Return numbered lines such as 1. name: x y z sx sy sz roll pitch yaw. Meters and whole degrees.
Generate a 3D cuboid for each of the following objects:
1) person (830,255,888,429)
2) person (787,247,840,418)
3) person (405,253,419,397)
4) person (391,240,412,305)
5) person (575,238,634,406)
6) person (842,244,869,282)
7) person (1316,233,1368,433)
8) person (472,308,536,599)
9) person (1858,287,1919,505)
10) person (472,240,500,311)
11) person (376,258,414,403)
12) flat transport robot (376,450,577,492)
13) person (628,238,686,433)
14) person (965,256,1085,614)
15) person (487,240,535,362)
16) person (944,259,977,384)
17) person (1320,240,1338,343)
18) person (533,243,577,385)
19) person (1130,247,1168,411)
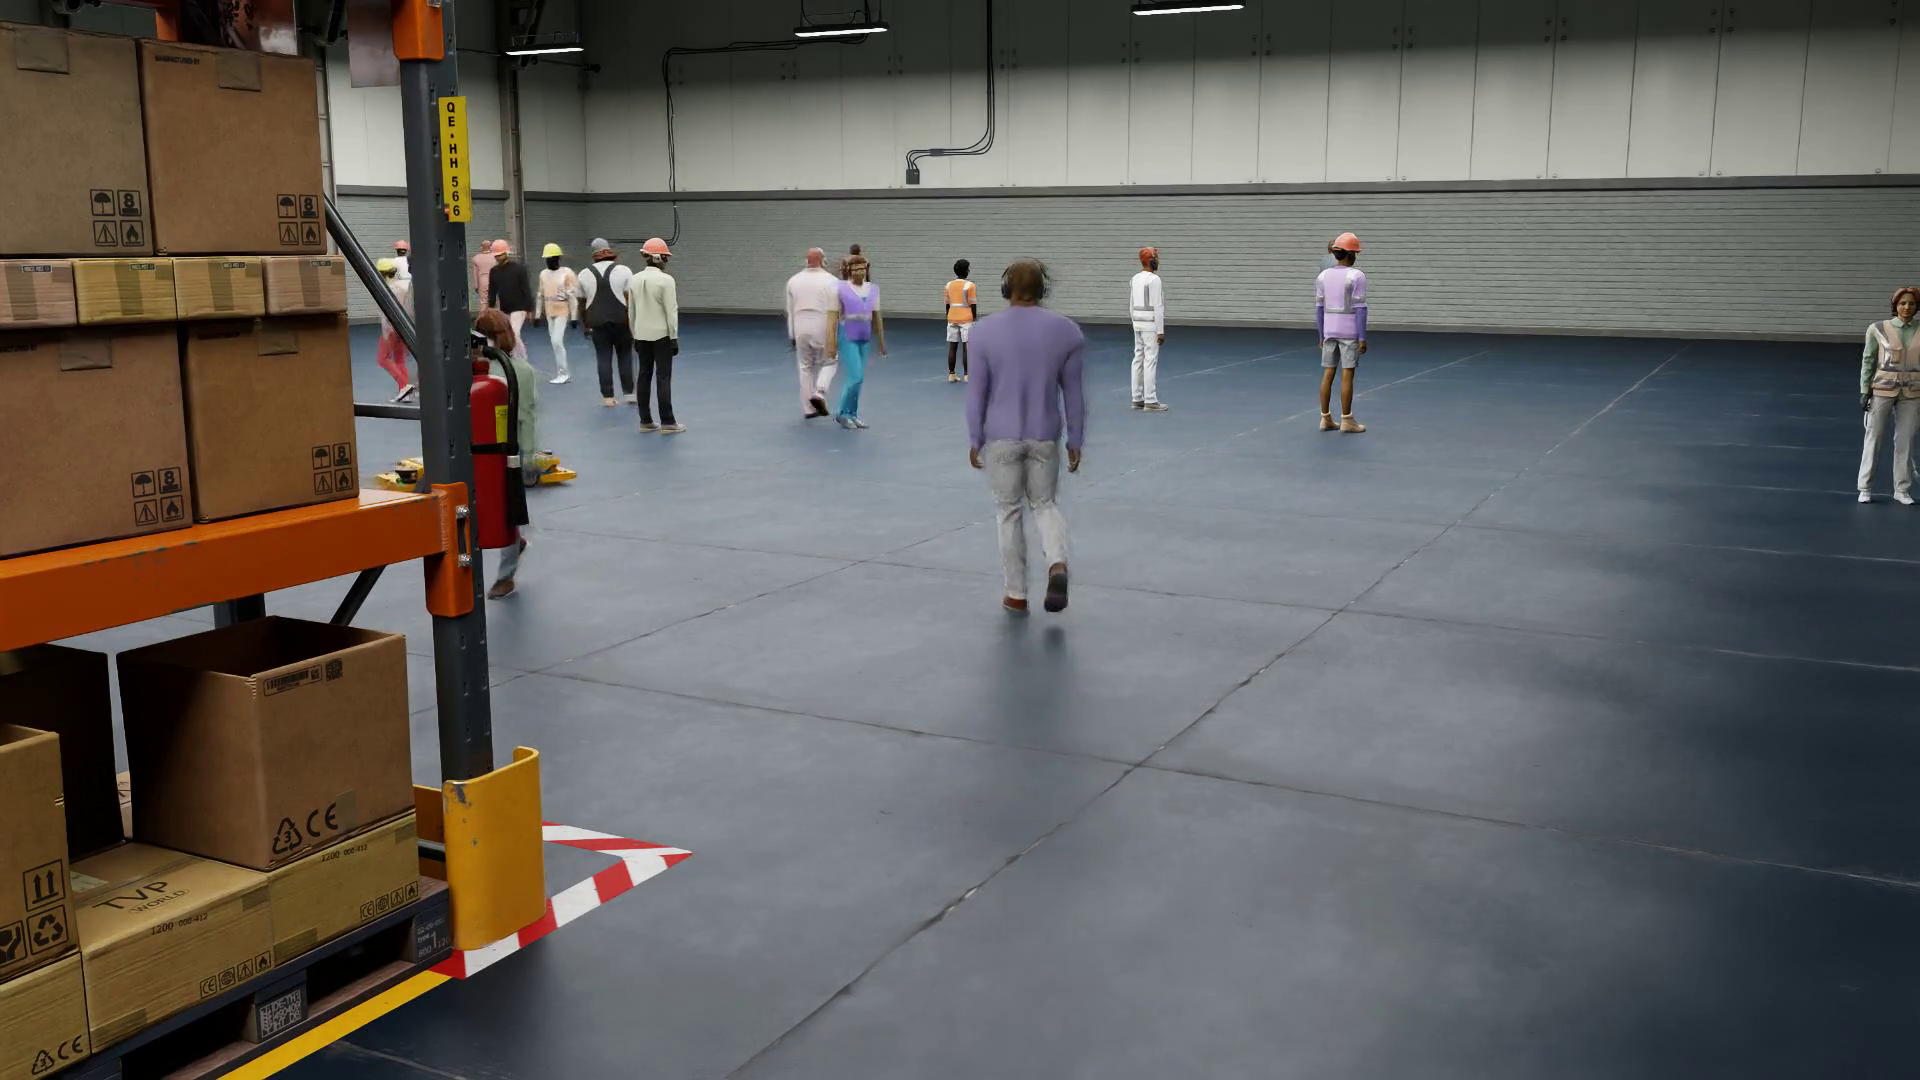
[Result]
1. person: -1.085 -2.066 17.425 0.473 1.820 0.580 8 13 37
2. person: -1.609 -2.275 18.369 0.667 1.887 0.474 3 11 18
3. person: -6.744 -2.684 20.813 0.541 1.818 0.680 1 10 5
4. person: -11.040 -4.977 33.004 0.557 1.916 0.500 -9 14 -40
5. person: -4.218 -2.625 19.860 0.714 2.000 0.674 0 10 -2
6. person: -2.314 -5.529 36.301 0.647 1.812 0.771 -4 11 -22
7. person: 3.933 -2.118 17.087 0.370 2.044 0.608 -9 13 -39
8. person: -2.591 -0.500 9.382 0.524 1.618 0.461 4 11 21
9. person: 7.064 -1.084 12.550 0.514 1.641 0.309 3 11 14
10. person: -10.093 -5.454 35.642 0.642 1.913 0.408 -1 10 -6
11. person: -6.841 -2.511 20.032 0.396 1.757 0.530 2 11 13
12. flat transport robot: -3.898 -0.561 13.435 1.431 0.197 0.652 -7 13 -34
13. person: -3.122 -2.090 17.073 0.612 1.991 0.392 7 12 32
14. person: 0.349 -0.521 8.732 0.631 1.919 0.577 -2 11 -11
15. person: -6.207 -3.156 22.958 0.629 1.959 0.561 5 12 26
16. person: 0.023 -2.987 22.771 0.535 1.697 0.318 8 13 36
17. person: 6.816 -4.517 30.455 0.372 1.940 0.630 -4 11 -20
18. person: -5.530 -3.059 22.581 0.604 1.908 0.549 7 12 32
19. person: 2.181 -2.435 19.247 0.355 1.885 0.576 -5 12 -27
